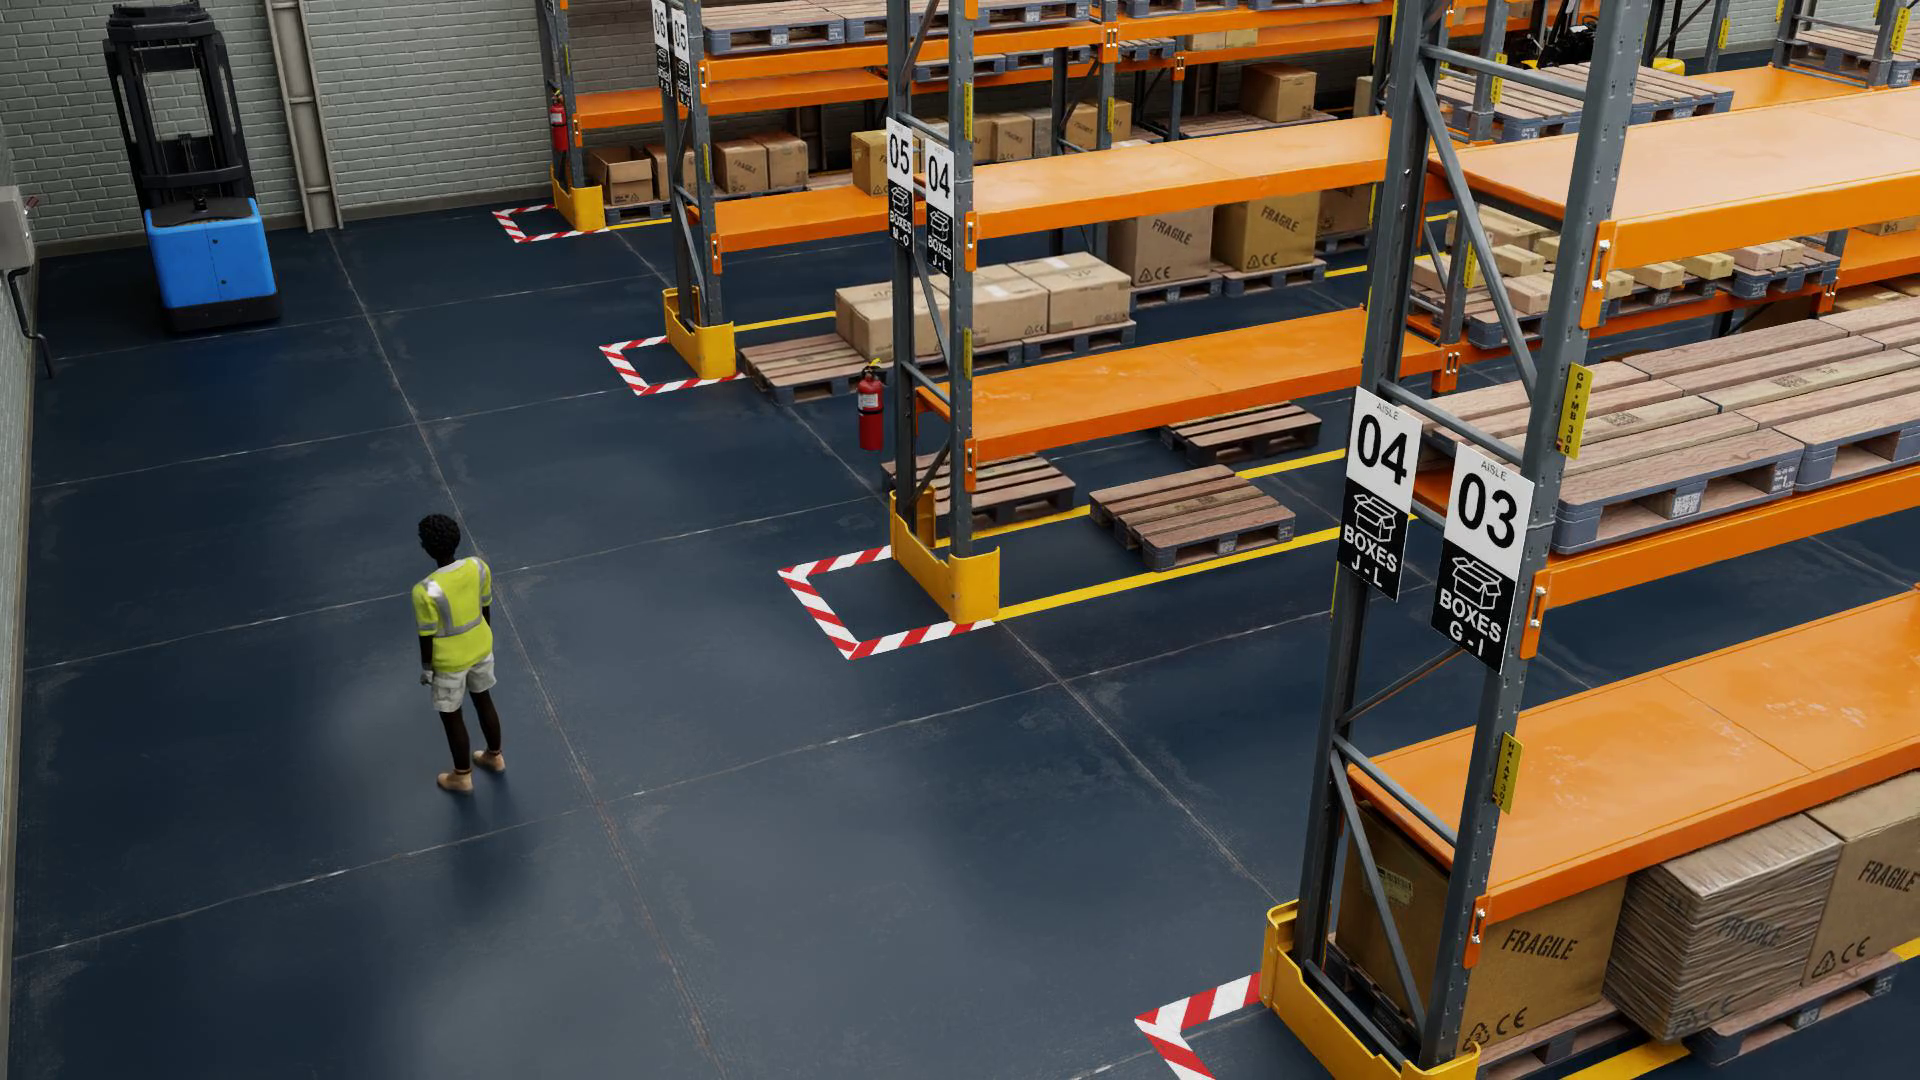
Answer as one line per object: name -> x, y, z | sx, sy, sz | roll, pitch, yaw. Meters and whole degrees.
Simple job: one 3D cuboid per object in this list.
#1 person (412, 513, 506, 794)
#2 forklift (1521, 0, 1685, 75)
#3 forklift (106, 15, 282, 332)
person -> -2.809, 0.634, 9.346 | 0.320, 1.685, 0.540 | 15, 31, 26
forklift -> 8.950, -6.807, 23.056 | 1.214, 2.155, 2.313 | -12, 30, -22
forklift -> -7.548, -3.672, 16.323 | 1.129, 2.768, 1.873 | -12, 30, -22
